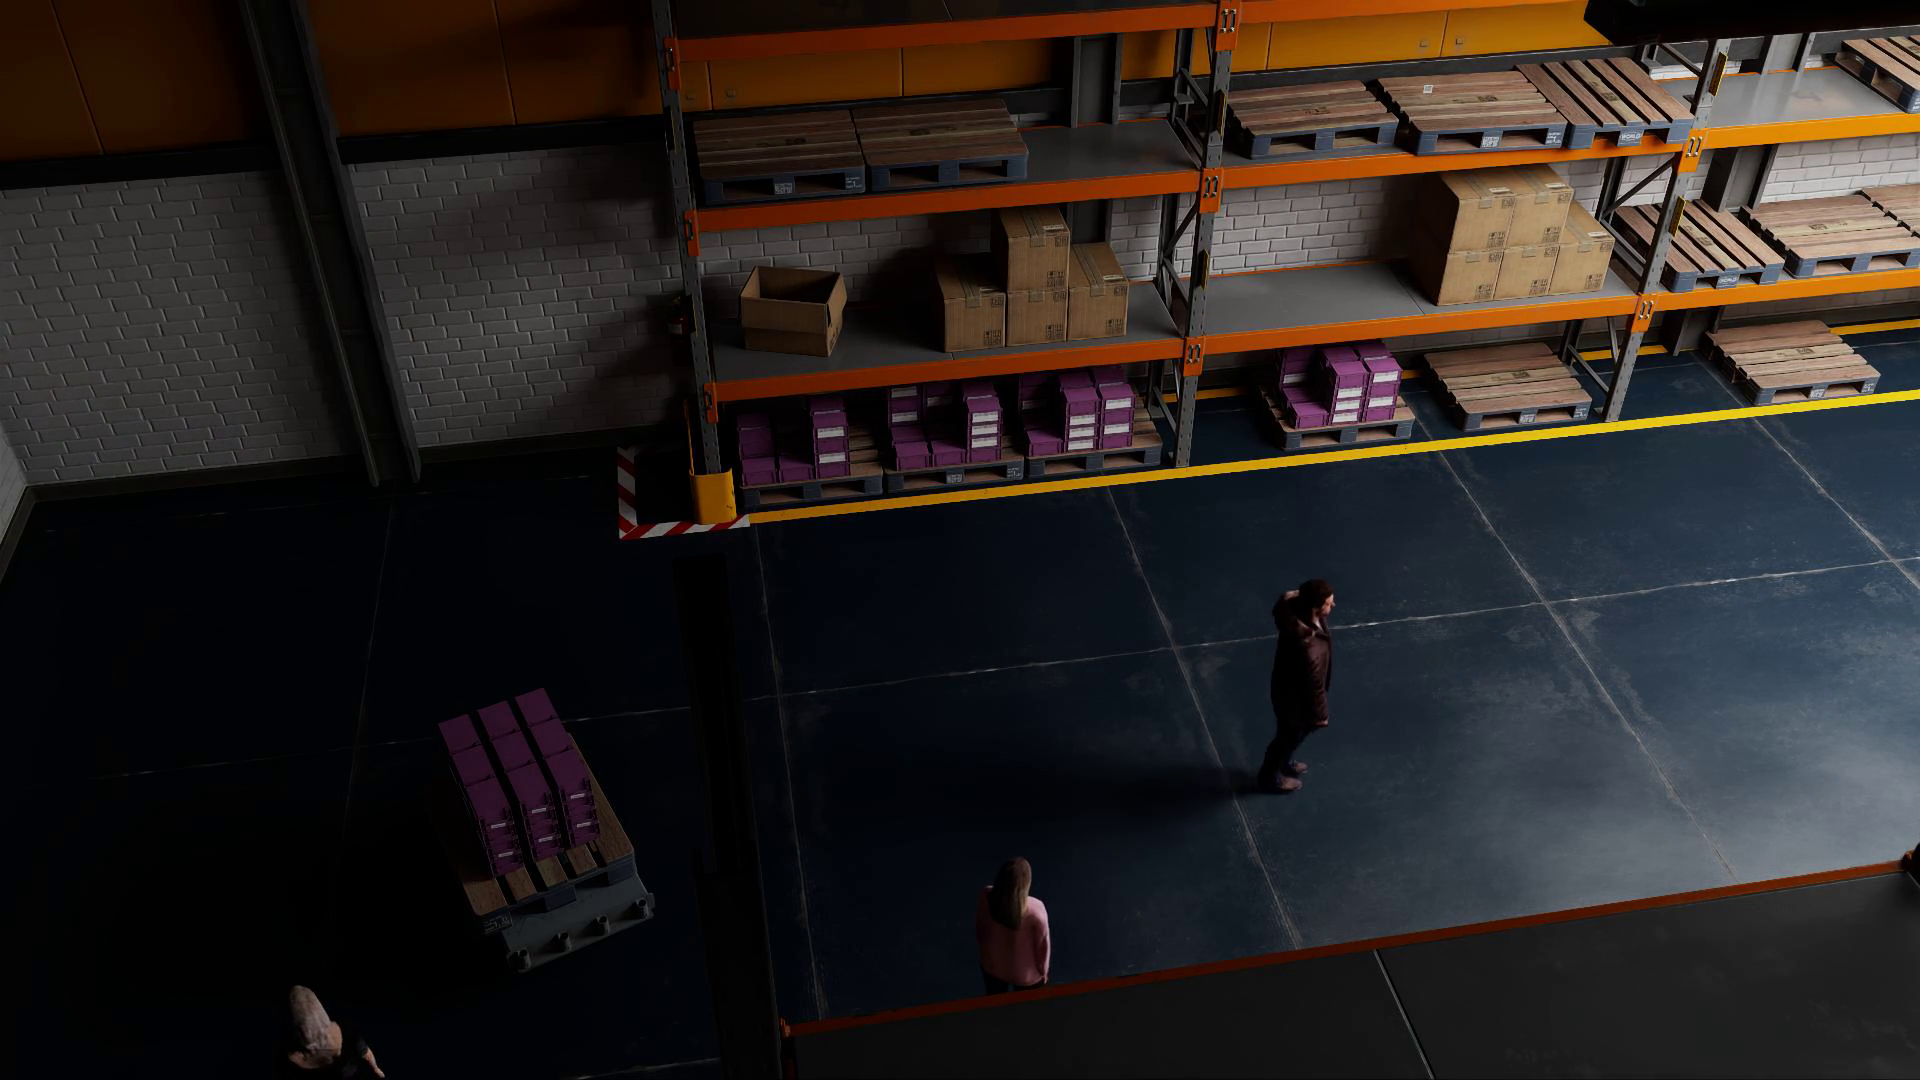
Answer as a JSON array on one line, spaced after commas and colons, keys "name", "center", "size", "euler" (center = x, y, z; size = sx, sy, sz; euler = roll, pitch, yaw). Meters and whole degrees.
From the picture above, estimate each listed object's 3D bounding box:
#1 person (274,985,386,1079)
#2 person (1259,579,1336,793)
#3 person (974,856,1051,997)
[{"name": "person", "center": [-3.119, 2.972, 8.484], "size": [1.193, 1.779, 0.969], "euler": [-21, 43, -24]}, {"name": "person", "center": [2.141, 0.985, 10.929], "size": [0.857, 1.833, 0.854], "euler": [5, 39, 6]}, {"name": "person", "center": [0.290, 2.373, 9.308], "size": [0.669, 1.687, 0.745], "euler": [19, 43, 23]}]
